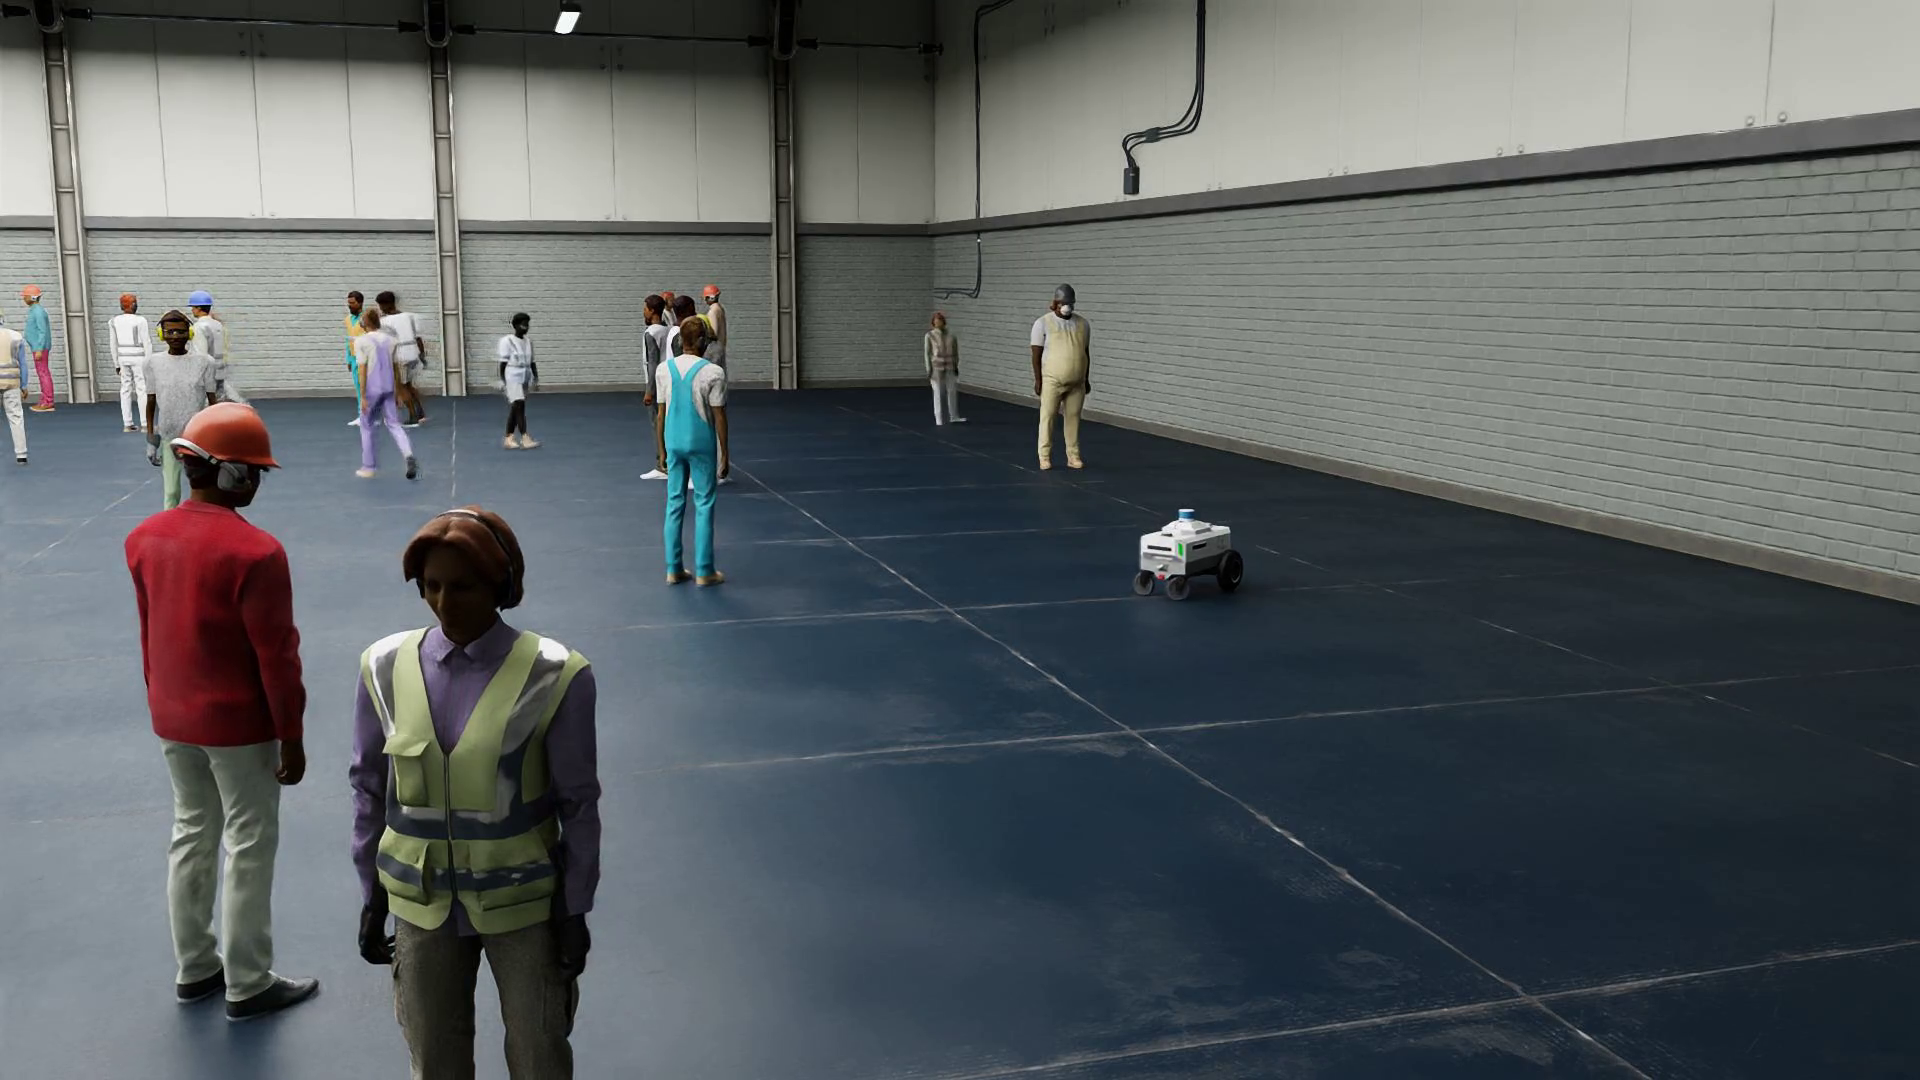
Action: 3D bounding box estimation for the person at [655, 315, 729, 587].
[{"bbox_3d":[-1.803,-0.592,11.250,0.517,1.836,0.349,2,9,15],"label":"person"}]

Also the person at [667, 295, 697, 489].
[{"bbox_3d":[-2.763,-1.468,16.559,0.378,1.918,0.598,-2,9,-10],"label":"person"}]

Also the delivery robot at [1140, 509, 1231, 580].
[{"bbox_3d":[1.491,0.040,10.975,0.477,0.478,0.707,7,11,36],"label":"delivery robot"}]

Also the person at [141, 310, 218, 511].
[{"bbox_3d":[-5.613,-0.729,12.036,0.510,1.863,0.326,-4,10,-22],"label":"person"}]

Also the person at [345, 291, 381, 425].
[{"bbox_3d":[-8.471,-2.566,23.602,0.593,1.912,0.381,5,10,30],"label":"person"}]

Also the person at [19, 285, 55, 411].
[{"bbox_3d":[-14.549,-3.018,26.234,0.392,1.986,0.611,-6,11,-32],"label":"person"}]

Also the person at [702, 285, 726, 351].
[{"bbox_3d":[-3.961,-3.119,26.868,0.386,1.989,0.608,1,9,4],"label":"person"}]

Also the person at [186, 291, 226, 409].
[{"bbox_3d":[-8.636,-1.879,19.089,0.398,1.945,0.616,0,9,0],"label":"person"}]

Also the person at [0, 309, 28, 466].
[{"bbox_3d":[-10.658,-1.715,18.441,0.586,1.823,0.403,-7,11,-38],"label":"person"}]

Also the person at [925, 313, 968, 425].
[{"bbox_3d":[-0.208,-2.428,23.666,0.667,1.606,0.353,-5,10,-29],"label":"person"}]

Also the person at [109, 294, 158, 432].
[{"bbox_3d":[-11.237,-2.400,22.617,0.572,1.885,0.356,1,9,8],"label":"person"}]

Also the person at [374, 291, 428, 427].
[{"bbox_3d":[-7.849,-2.537,23.382,0.455,1.912,0.699,5,10,31],"label":"person"}]

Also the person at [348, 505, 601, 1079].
[{"bbox_3d":[-0.967,0.744,3.344,0.511,1.638,0.308,1,9,6],"label":"person"}]

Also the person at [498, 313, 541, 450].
[{"bbox_3d":[-5.303,-1.923,20.254,0.799,1.656,0.544,5,10,28],"label":"person"}]

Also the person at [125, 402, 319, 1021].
[{"bbox_3d":[-2.054,0.482,4.696,0.578,1.737,0.355,4,10,26],"label":"person"}]

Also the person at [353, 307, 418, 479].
[{"bbox_3d":[-5.951,-1.506,17.197,0.888,1.802,0.513,7,11,37],"label":"person"}]

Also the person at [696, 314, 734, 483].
[{"bbox_3d":[-2.548,-1.411,16.806,0.432,1.730,0.504,7,11,37],"label":"person"}]

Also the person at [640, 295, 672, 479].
[{"bbox_3d":[-3.137,-1.595,17.373,0.379,1.918,0.596,1,9,9],"label":"person"}]

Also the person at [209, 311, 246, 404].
[{"bbox_3d":[-11.697,-2.818,26.185,0.798,1.610,0.526,-1,9,-6],"label":"person"}]

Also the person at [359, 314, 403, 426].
[{"bbox_3d":[-8.198,-2.395,23.461,0.636,1.615,0.289,-4,10,-21],"label":"person"}]

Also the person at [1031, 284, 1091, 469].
[{"bbox_3d":[1.143,-1.786,18.203,0.688,2.000,0.537,-3,9,-18],"label":"person"}]
